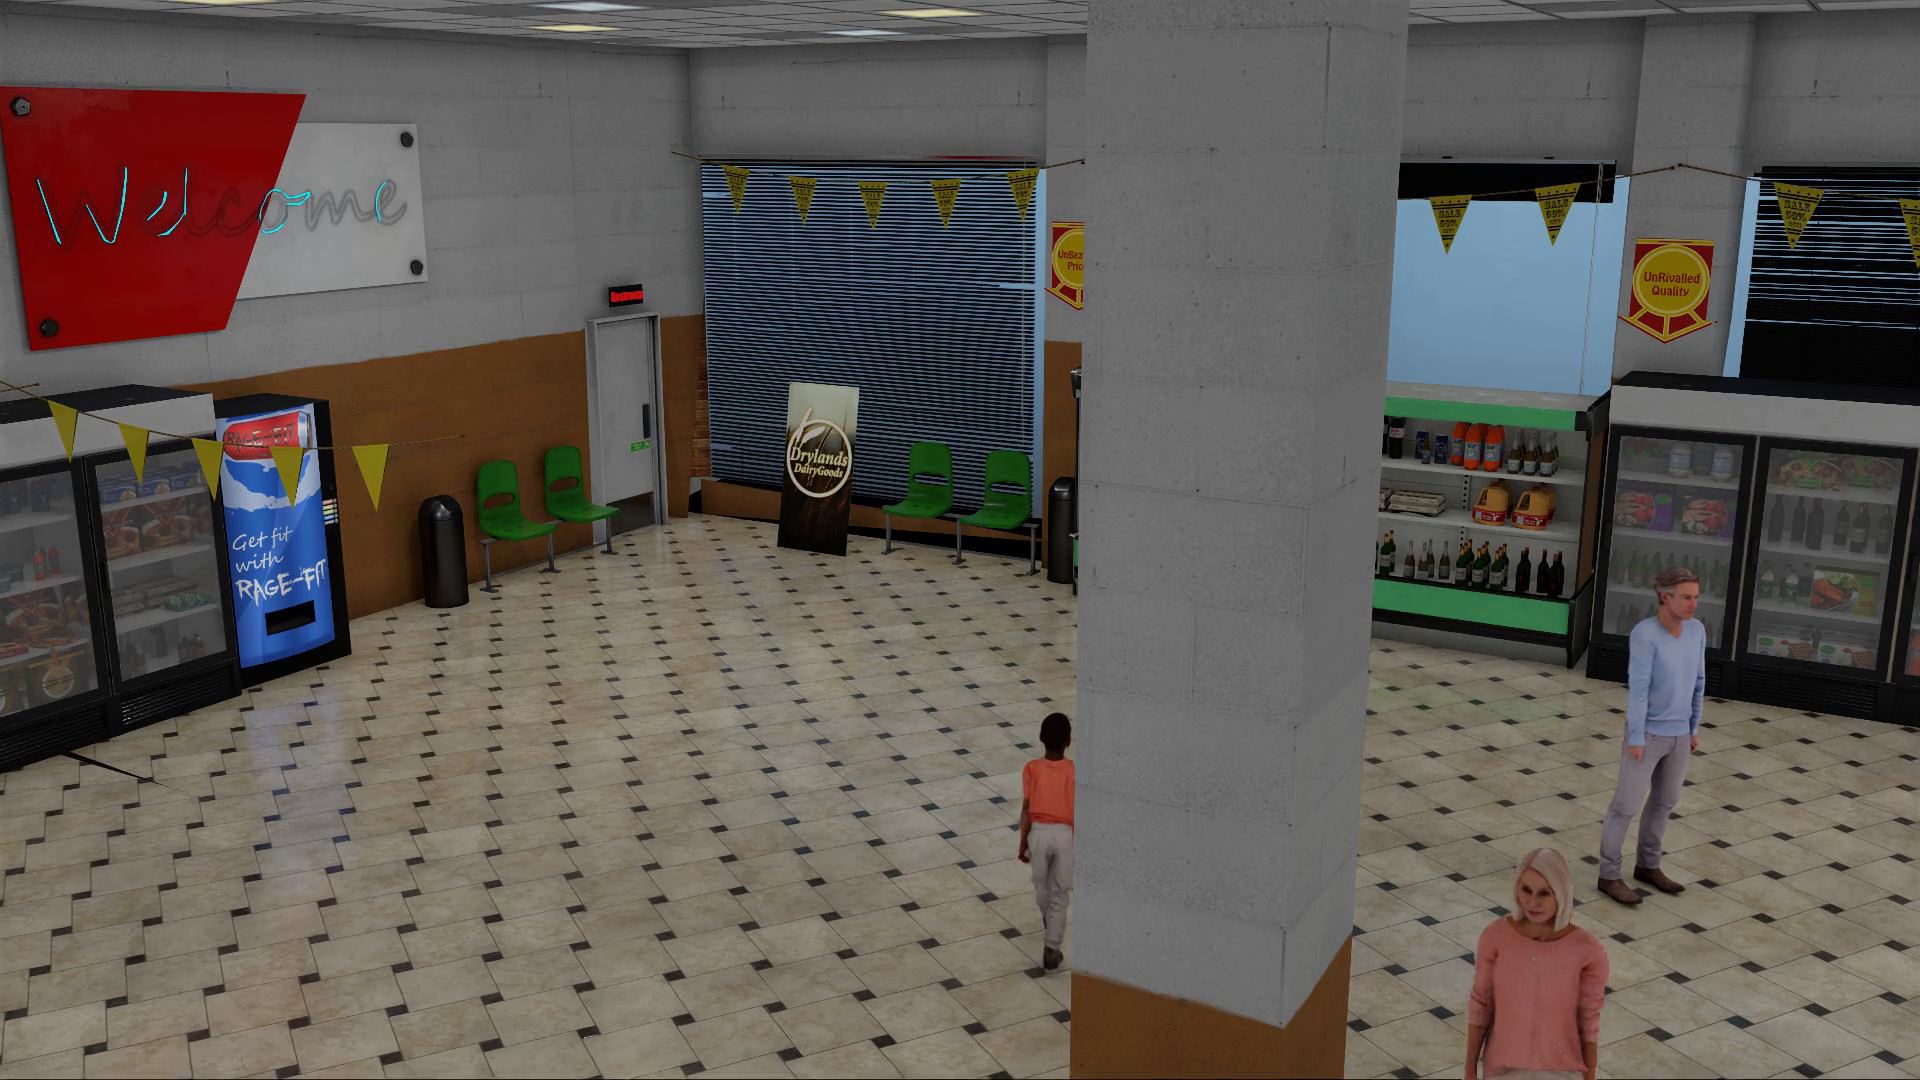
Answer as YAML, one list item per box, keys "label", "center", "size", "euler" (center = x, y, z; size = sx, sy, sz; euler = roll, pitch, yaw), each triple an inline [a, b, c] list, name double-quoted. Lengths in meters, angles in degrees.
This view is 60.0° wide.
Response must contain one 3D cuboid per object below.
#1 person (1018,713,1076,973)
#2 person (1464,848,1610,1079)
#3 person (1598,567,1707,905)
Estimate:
- label: "person"
  center: [0.462, 1.534, 8.360]
  size: [0.884, 1.279, 0.742]
  euler: [3, 14, 11]
- label: "person"
  center: [2.086, 1.883, 5.997]
  size: [0.508, 1.715, 0.660]
  euler: [8, 16, 29]
- label: "person"
  center: [3.793, 1.050, 9.066]
  size: [0.732, 1.887, 0.767]
  euler: [-6, 15, -22]
